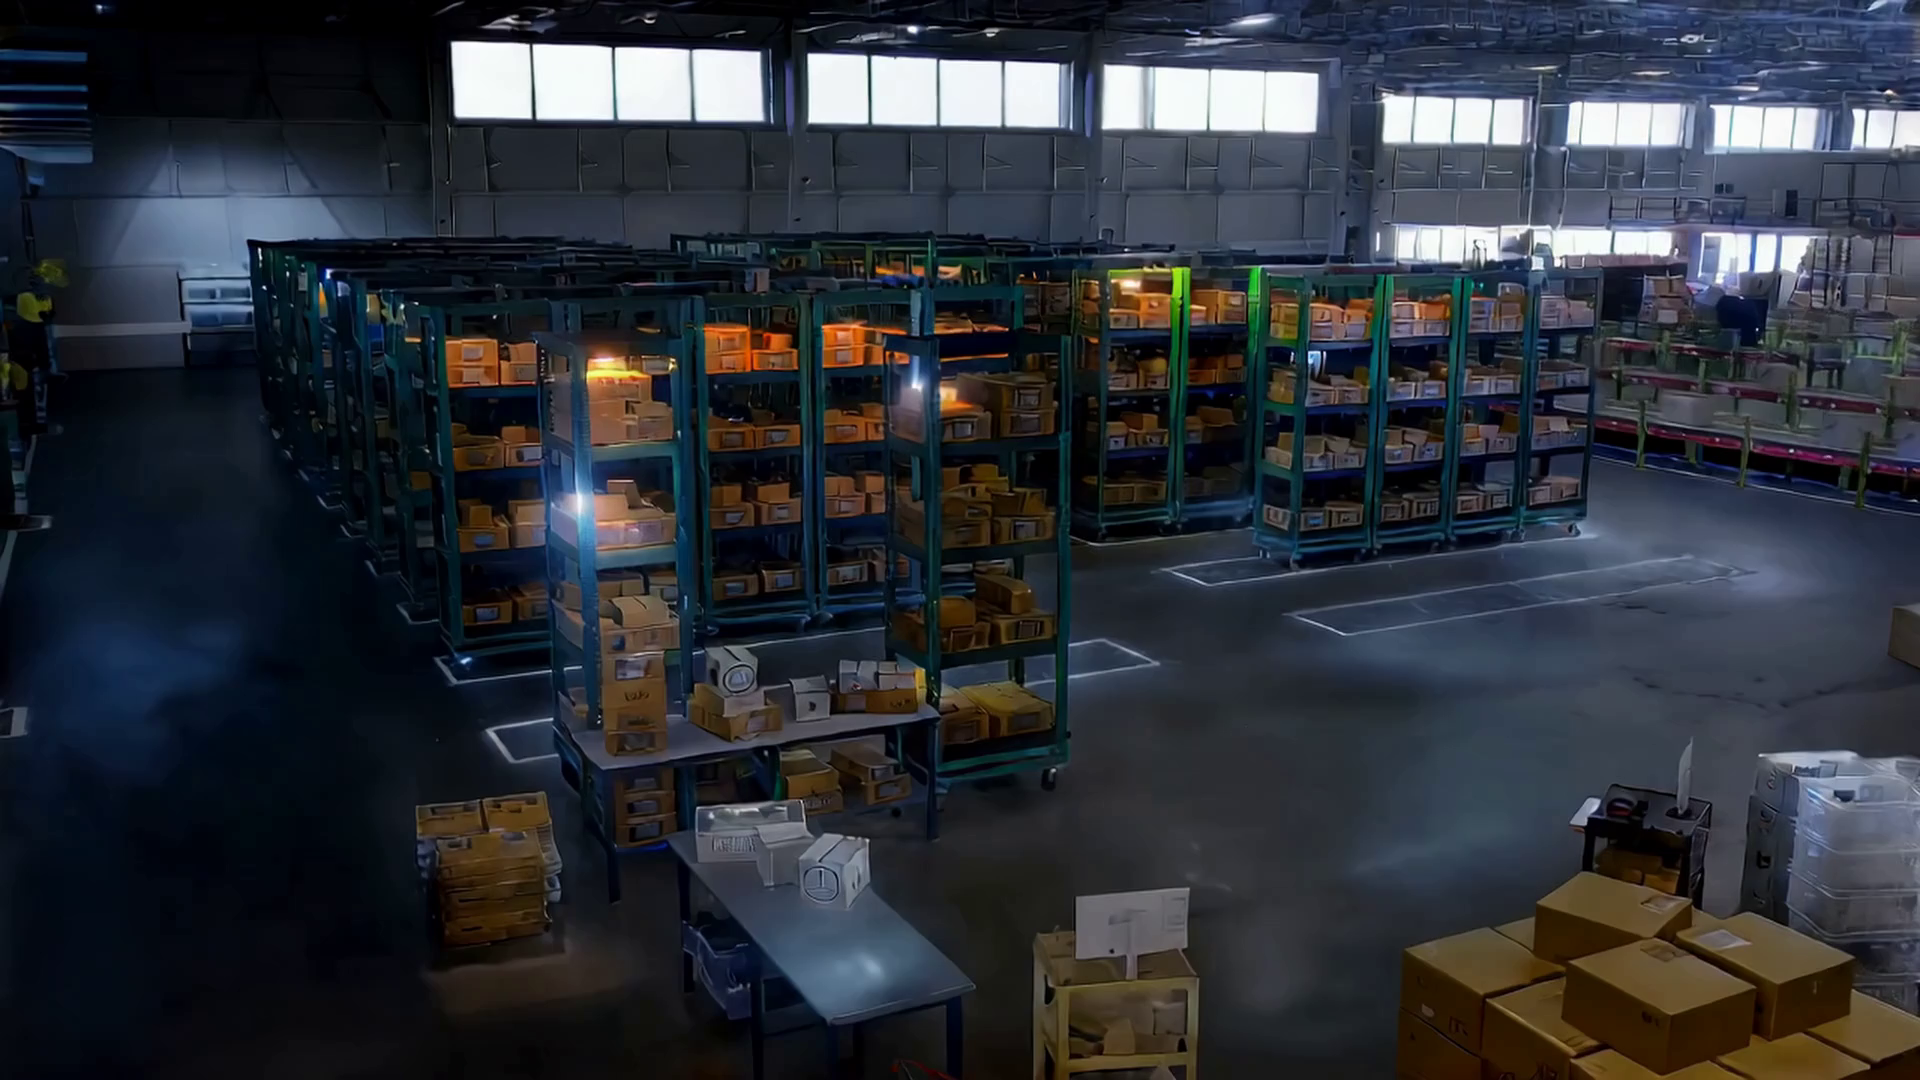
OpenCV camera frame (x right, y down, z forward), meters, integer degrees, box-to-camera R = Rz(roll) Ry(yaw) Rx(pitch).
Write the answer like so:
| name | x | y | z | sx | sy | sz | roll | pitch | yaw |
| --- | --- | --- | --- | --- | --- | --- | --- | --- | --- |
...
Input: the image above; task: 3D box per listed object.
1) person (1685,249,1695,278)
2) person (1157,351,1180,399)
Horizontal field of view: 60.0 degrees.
| name | x | y | z | sx | sy | sz | roll | pitch | yaw |
| --- | --- | --- | --- | --- | --- | --- | --- | --- | --- |
| person | 33.401 | -12.471 | 76.226 | 0.600 | 1.868 | 0.458 | -7 | 14 | -28 |
| person | 4.646 | -4.066 | 36.835 | 0.649 | 1.907 | 0.402 | -3 | 12 | -13 |
